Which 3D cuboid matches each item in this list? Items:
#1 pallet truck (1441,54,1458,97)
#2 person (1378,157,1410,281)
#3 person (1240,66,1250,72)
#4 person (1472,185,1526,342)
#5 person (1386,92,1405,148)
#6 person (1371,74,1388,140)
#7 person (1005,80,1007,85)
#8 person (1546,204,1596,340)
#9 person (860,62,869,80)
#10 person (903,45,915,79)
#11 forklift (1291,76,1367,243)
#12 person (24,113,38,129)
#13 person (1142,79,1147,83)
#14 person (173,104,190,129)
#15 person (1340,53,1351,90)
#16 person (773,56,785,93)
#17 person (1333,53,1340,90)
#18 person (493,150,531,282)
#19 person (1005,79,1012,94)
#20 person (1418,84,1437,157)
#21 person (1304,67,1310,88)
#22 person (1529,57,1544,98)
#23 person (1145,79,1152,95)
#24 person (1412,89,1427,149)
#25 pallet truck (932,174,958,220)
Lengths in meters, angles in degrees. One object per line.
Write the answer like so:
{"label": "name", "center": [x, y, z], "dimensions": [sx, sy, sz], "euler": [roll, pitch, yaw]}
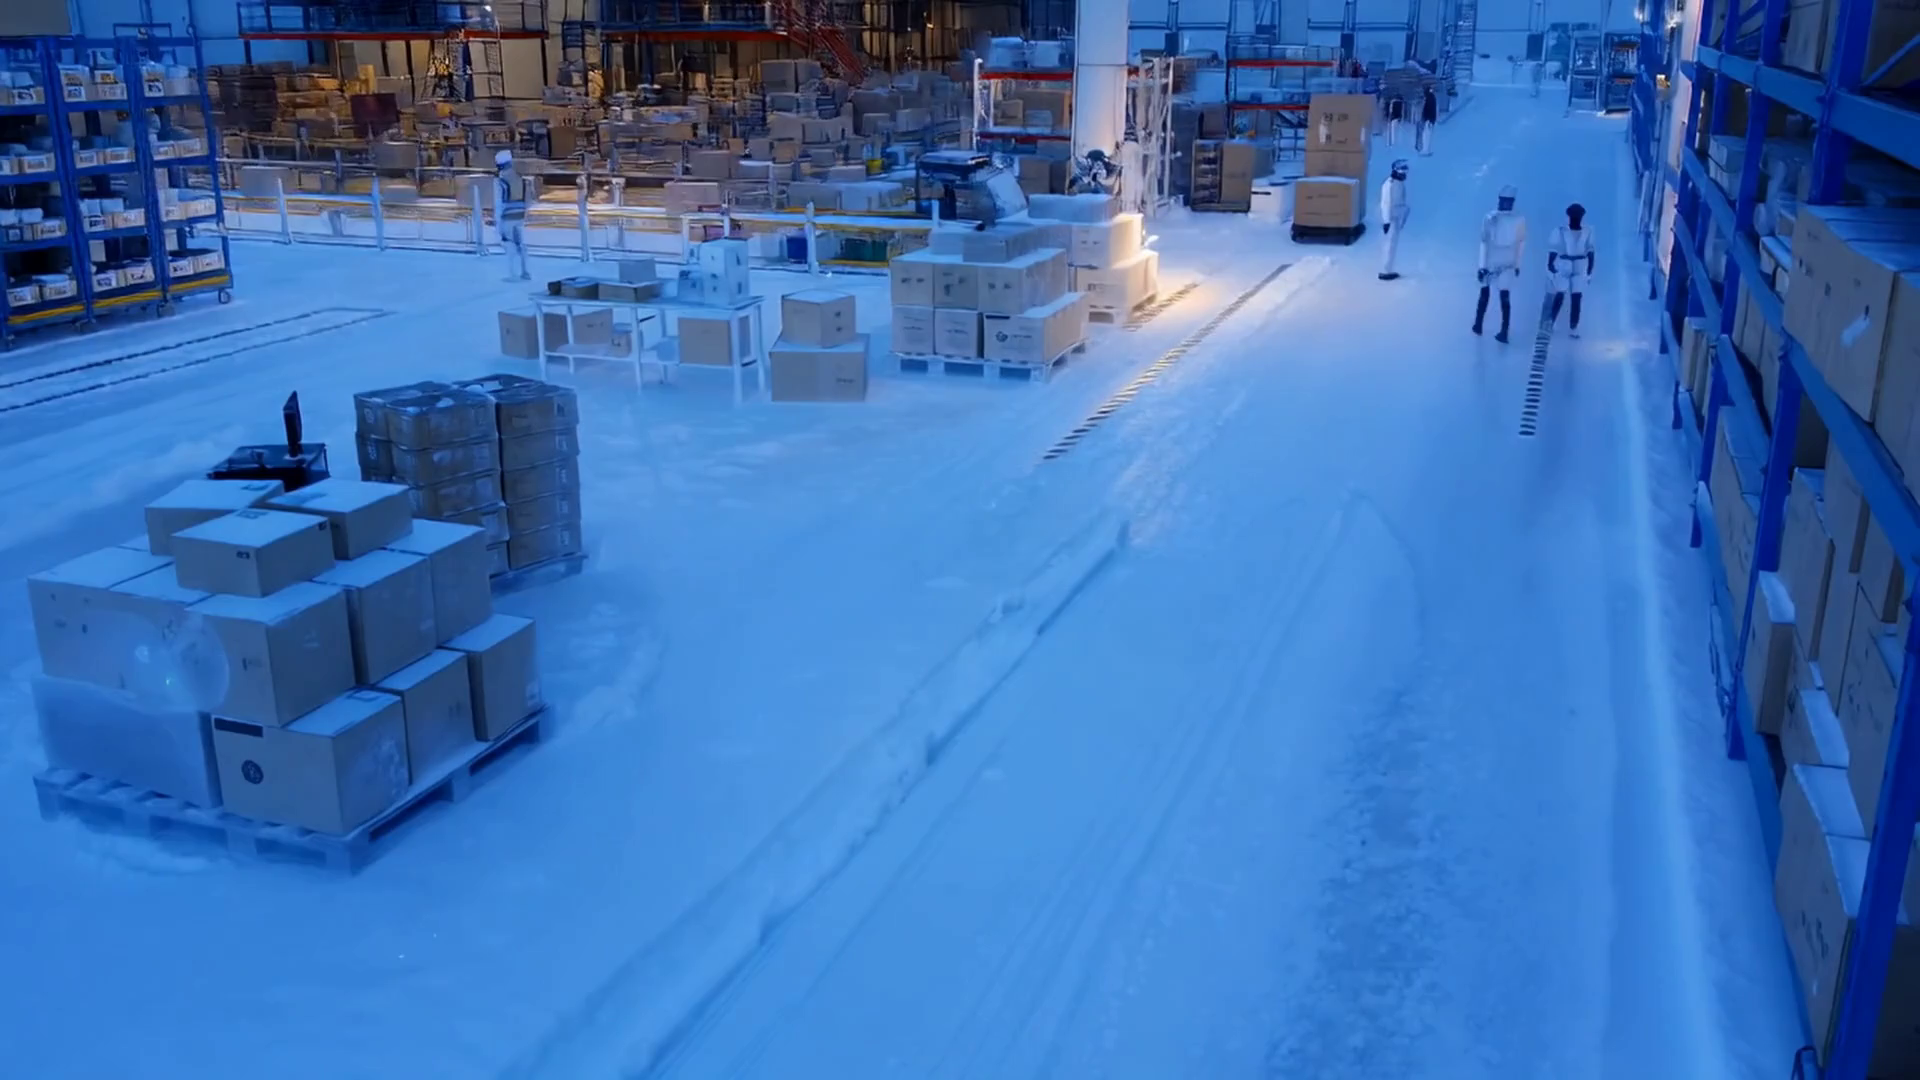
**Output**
{"label": "pallet truck", "center": [22.765, -21.886, 78.355], "dimensions": [0.823, 1.965, 1.885], "euler": [-4, 18, -14]}
{"label": "person", "center": [6.544, -4.835, 25.056], "dimensions": [0.404, 1.828, 0.587], "euler": [13, 22, 36]}
{"label": "person", "center": [11.766, -18.836, 68.902], "dimensions": [0.392, 1.920, 0.593], "euler": [16, 24, 42]}
{"label": "person", "center": [6.665, -3.414, 20.519], "dimensions": [0.552, 1.883, 0.995], "euler": [0, 18, 1]}
{"label": "person", "center": [12.903, -12.437, 49.281], "dimensions": [0.511, 1.617, 0.389], "euler": [3, 18, 10]}
{"label": "person", "center": [13.153, -13.676, 52.489], "dimensions": [0.618, 2.000, 0.690], "euler": [-6, 18, -17]}
{"label": "person", "center": [1.937, -18.231, 67.073], "dimensions": [0.317, 1.875, 0.532], "euler": [-5, 18, -16]}
{"label": "person", "center": [7.507, -3.306, 20.486], "dimensions": [0.575, 1.673, 0.410], "euler": [1, 18, 3]}
{"label": "person", "center": [-3.842, -18.433, 67.643], "dimensions": [0.479, 1.922, 0.553], "euler": [2, 18, 5]}
{"label": "person", "center": [-3.009, -28.341, 98.687], "dimensions": [0.839, 1.960, 0.664], "euler": [0, 18, -1]}
{"label": "forklift", "center": [6.598, -6.755, 29.381], "dimensions": [1.129, 2.768, 1.873], "euler": [6, 19, 19]}
{"label": "person", "center": [-31.803, -14.918, 56.616], "dimensions": [0.643, 1.905, 0.399], "euler": [-9, 20, -25]}
{"label": "person", "center": [6.786, -16.382, 61.489], "dimensions": [0.542, 1.722, 0.862], "euler": [-10, 20, -29]}
{"label": "person", "center": [-25.673, -14.314, 54.523], "dimensions": [0.644, 2.024, 0.621], "euler": [0, 18, 0]}
{"label": "person", "center": [19.735, -24.011, 85.286], "dimensions": [0.633, 1.841, 0.429], "euler": [5, 18, 14]}
{"label": "person", "center": [-8.533, -21.865, 78.513], "dimensions": [0.700, 1.868, 0.603], "euler": [-1, 18, -3]}
{"label": "person", "center": [19.432, -24.054, 85.342], "dimensions": [0.704, 1.899, 0.441], "euler": [-12, 21, -33]}
{"label": "person", "center": [-6.722, -4.841, 24.905], "dimensions": [0.417, 1.940, 0.601], "euler": [10, 20, 29]}
{"label": "person", "center": [1.761, -16.006, 59.974], "dimensions": [0.519, 1.945, 0.608], "euler": [9, 20, 25]}
{"label": "person", "center": [12.991, -11.632, 46.155], "dimensions": [0.391, 1.986, 0.608], "euler": [9, 20, 27]}
{"label": "person", "center": [16.042, -21.503, 77.624], "dimensions": [0.503, 1.702, 0.848], "euler": [8, 19, 23]}
{"label": "person", "center": [26.872, -21.568, 77.553], "dimensions": [0.592, 1.888, 0.947], "euler": [-4, 18, -13]}
{"label": "person", "center": [6.406, -14.936, 57.026], "dimensions": [0.323, 1.689, 0.537], "euler": [-10, 20, -29]}
{"label": "person", "center": [13.575, -12.393, 48.980], "dimensions": [0.547, 1.726, 0.597], "euler": [2, 18, 5]}
{"label": "pallet truck", "center": [-0.507, -5.292, 27.348], "dimensions": [0.653, 1.274, 1.630], "euler": [6, 19, 19]}
